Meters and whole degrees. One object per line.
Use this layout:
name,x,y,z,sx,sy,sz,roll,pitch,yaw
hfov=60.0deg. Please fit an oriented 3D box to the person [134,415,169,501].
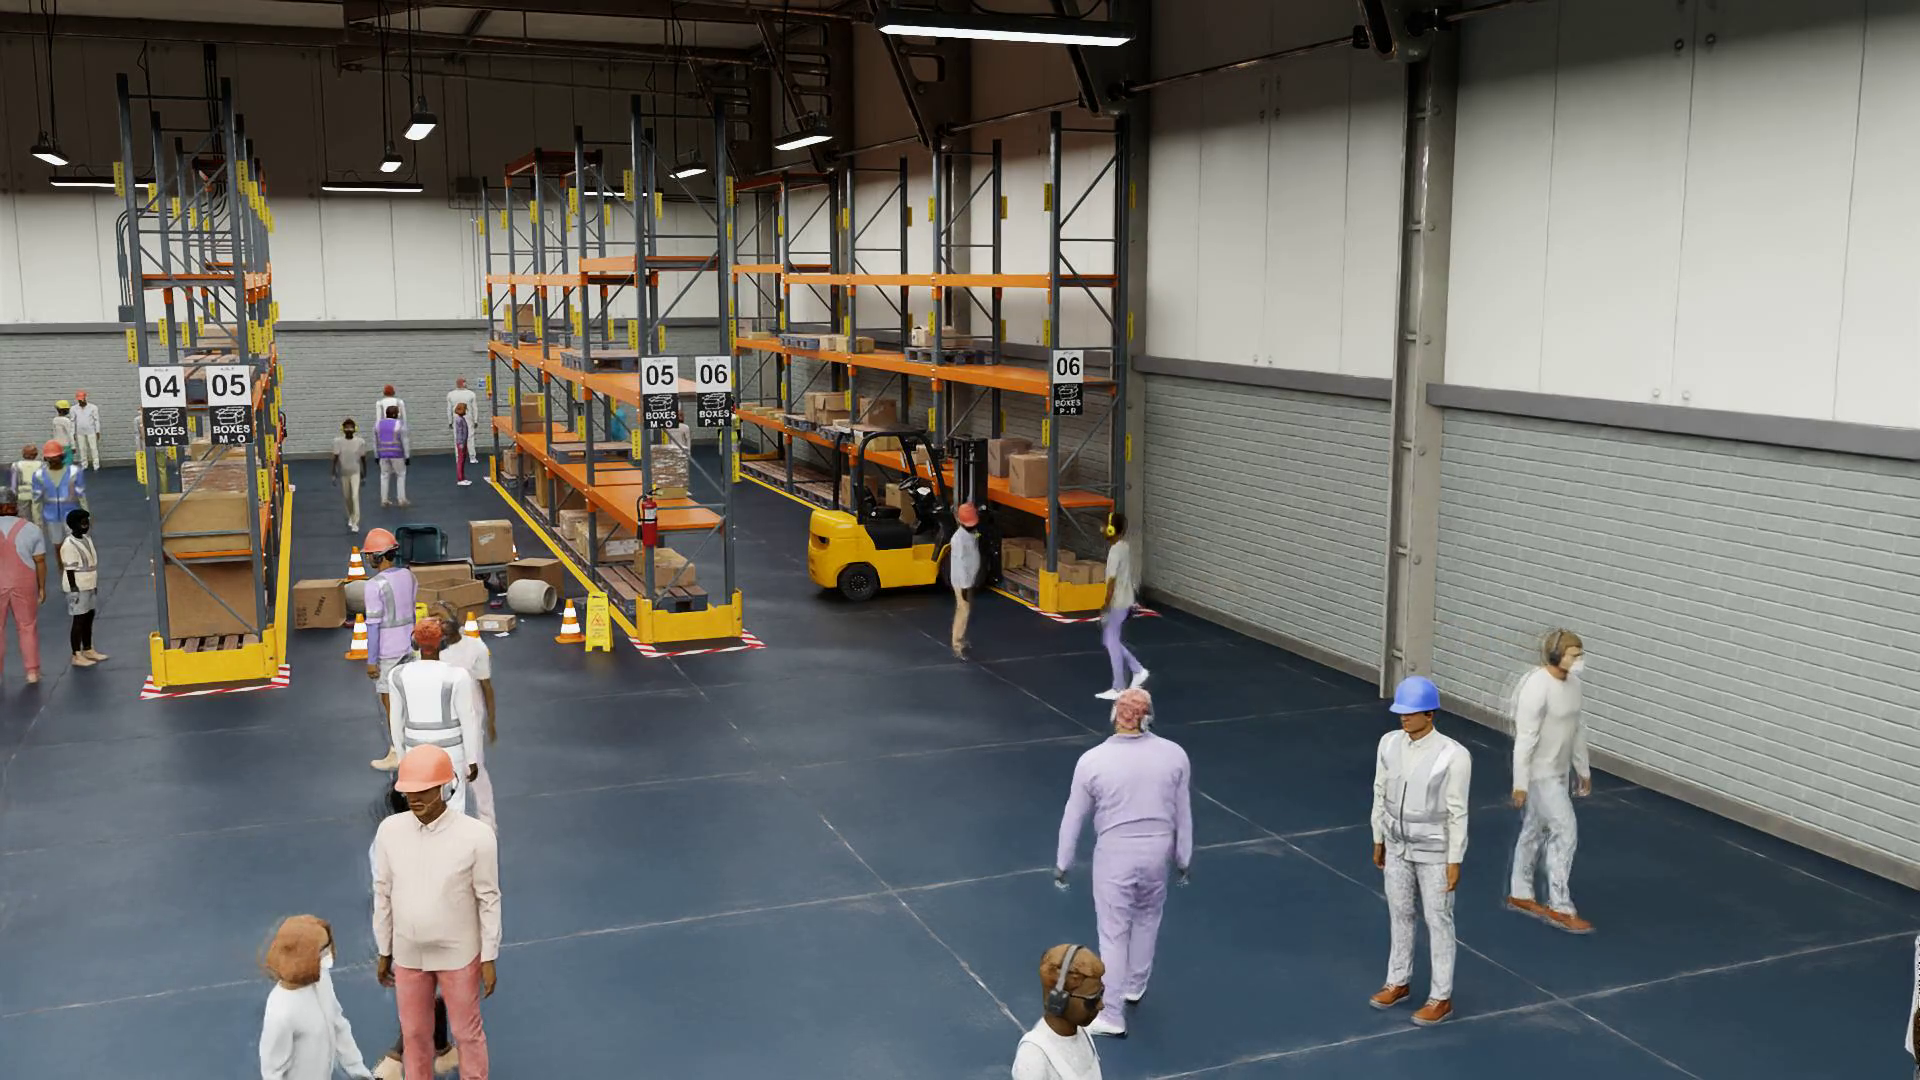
person,-14.811,-1.675,30.546,0.588,1.927,0.365,-4,10,-24

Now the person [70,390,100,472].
person,-18.403,-2.285,34.985,0.577,1.737,0.355,-2,9,-10

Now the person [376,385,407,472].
person,-12.002,-2.353,35.129,0.580,1.833,1.023,-2,9,-13

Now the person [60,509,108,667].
person,-9.302,0.502,17.601,0.319,1.687,0.538,-1,9,-6

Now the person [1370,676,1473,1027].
person,2.541,1.705,9.251,0.409,1.943,0.614,-7,11,-38

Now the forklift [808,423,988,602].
forklift,-0.830,-0.399,21.676,2.313,2.155,1.214,-4,10,-21

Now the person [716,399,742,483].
person,-4.593,-1.967,33.118,0.532,1.694,0.319,3,10,20

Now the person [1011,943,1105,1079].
person,0.355,2.295,5.822,0.345,1.844,0.504,3,10,21

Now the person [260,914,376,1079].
person,-2.599,2.276,6.748,0.844,1.587,0.505,-1,9,-6

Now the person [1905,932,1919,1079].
person,4.036,2.133,6.761,0.516,1.871,0.325,-6,11,-34

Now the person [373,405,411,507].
person,-10.149,-1.490,29.710,0.685,1.833,0.431,1,9,9

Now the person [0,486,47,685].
person,-9.620,0.448,16.824,0.685,2.000,0.535,-6,11,-33

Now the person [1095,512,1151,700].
person,1.551,0.649,16.172,0.443,1.849,0.551,2,9,12

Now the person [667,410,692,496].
person,-5.280,-1.630,31.184,0.498,1.633,0.283,2,9,10

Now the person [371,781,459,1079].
person,-2.732,1.978,8.345,0.540,1.672,0.627,7,12,38

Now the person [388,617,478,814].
person,-3.486,1.440,11.077,0.574,1.884,0.356,1,9,5

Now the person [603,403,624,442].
person,-7.054,-2.082,33.853,0.574,1.681,0.868,4,10,23

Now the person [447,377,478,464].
person,-10.913,-2.615,36.547,0.641,1.904,0.401,-1,9,-5

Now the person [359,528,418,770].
person,-4.790,0.911,13.953,0.419,2.034,0.605,2,9,15

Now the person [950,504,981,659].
person,0.079,0.423,18.051,0.384,1.703,0.712,2,9,14

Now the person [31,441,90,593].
person,-11.593,-0.263,21.395,0.632,2.006,0.905,-3,10,-20

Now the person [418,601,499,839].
person,-3.617,1.324,11.982,0.582,1.826,0.408,0,9,1

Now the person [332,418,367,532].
person,-9.933,-1.079,27.100,0.526,1.840,0.867,-2,9,-10

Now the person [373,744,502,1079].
person,-2.436,1.915,7.735,0.610,1.996,0.379,1,9,7

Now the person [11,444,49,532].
person,-13.887,-0.621,24.885,0.526,1.612,0.479,-5,10,-29

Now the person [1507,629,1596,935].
person,3.833,1.515,10.491,0.773,1.913,0.662,8,12,42

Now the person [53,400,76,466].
person,-17.092,-1.792,31.782,0.525,1.771,0.305,5,10,29

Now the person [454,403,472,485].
person,-9.832,-1.900,32.883,0.267,1.632,0.509,-1,9,-8

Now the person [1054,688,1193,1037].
person,0.878,1.741,9.219,0.736,1.869,0.724,-2,9,-12
